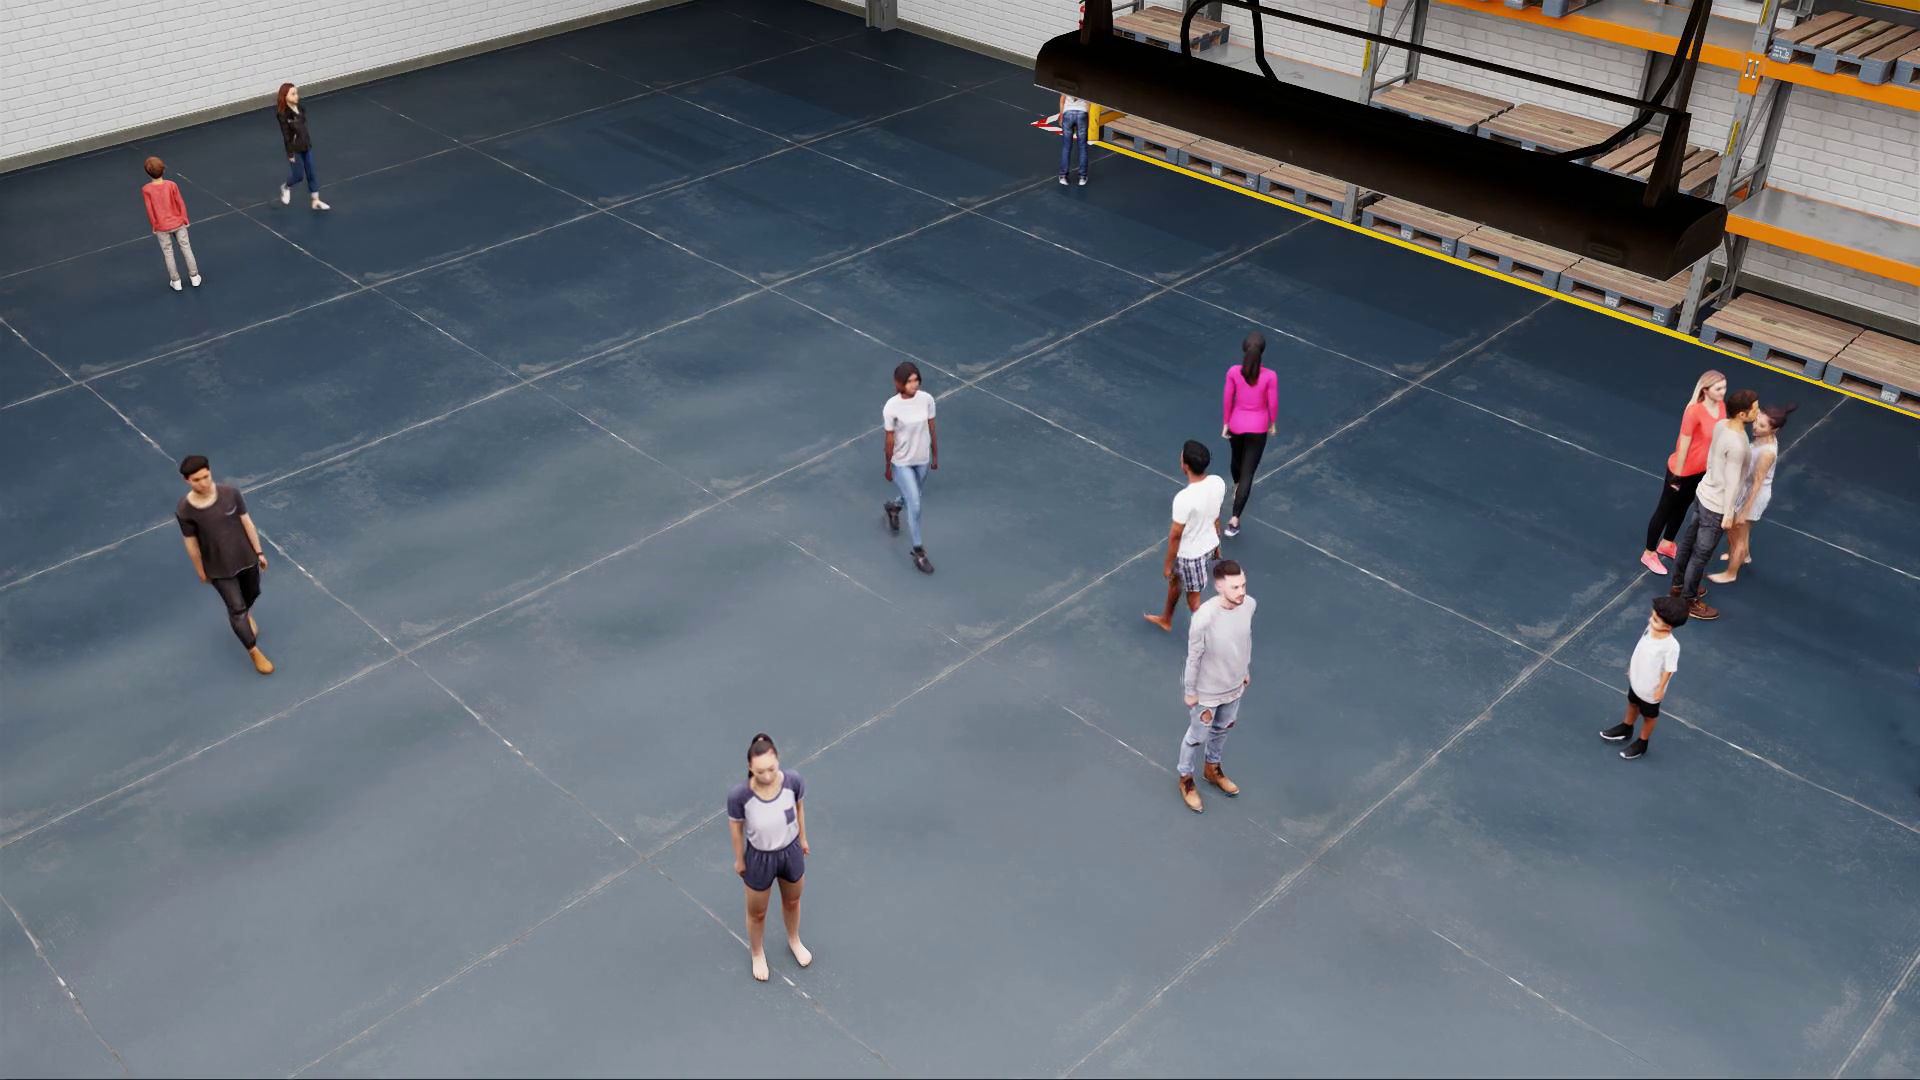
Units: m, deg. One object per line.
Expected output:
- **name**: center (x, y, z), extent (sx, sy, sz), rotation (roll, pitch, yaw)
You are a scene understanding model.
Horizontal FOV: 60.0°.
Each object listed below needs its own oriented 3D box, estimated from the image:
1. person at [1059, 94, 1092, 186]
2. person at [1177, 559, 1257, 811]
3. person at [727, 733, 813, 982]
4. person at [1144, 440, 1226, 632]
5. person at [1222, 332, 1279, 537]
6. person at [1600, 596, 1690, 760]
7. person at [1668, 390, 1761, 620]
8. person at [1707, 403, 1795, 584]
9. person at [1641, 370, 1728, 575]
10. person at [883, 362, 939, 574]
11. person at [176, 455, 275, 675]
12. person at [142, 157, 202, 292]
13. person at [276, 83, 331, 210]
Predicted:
- **person**: center (1.364, -4.995, 19.662), extent (0.600, 1.561, 0.676), rotation (5, 34, 7)
- **person**: center (1.623, 0.888, 10.561), extent (0.725, 1.839, 0.626), rotation (-19, 38, -26)
- **person**: center (-1.069, 1.783, 9.385), extent (0.659, 1.650, 0.628), rotation (-15, 36, -21)
- **person**: center (1.723, 0.140, 11.826), extent (1.107, 1.684, 0.641), rotation (28, 43, 36)
- **person**: center (2.285, -0.823, 13.297), extent (1.148, 1.659, 0.907), rotation (14, 36, 20)
- **person**: center (4.611, 0.890, 11.083), extent (0.631, 1.258, 0.551), rotation (-8, 35, -12)
- **person**: center (5.580, -0.287, 12.302), extent (0.783, 1.868, 0.741), rotation (3, 34, 4)
- **person**: center (6.029, -0.349, 12.630), extent (0.777, 1.608, 0.800), rotation (17, 37, 23)
- **person**: center (5.624, -0.550, 12.855), extent (0.635, 1.693, 0.599), rotation (-20, 38, -27)
- **person**: center (-0.423, -0.630, 12.978), extent (0.762, 1.691, 1.135), rotation (-19, 38, -26)
- **person**: center (-5.243, 0.095, 11.883), extent (1.014, 1.696, 0.597), rotation (29, 43, 36)
- **person**: center (-8.190, -3.286, 17.221), extent (0.570, 1.417, 0.557), rotation (-18, 38, -25)
- **person**: center (-7.599, -4.477, 18.966), extent (0.905, 1.470, 0.730), rotation (13, 36, 19)
